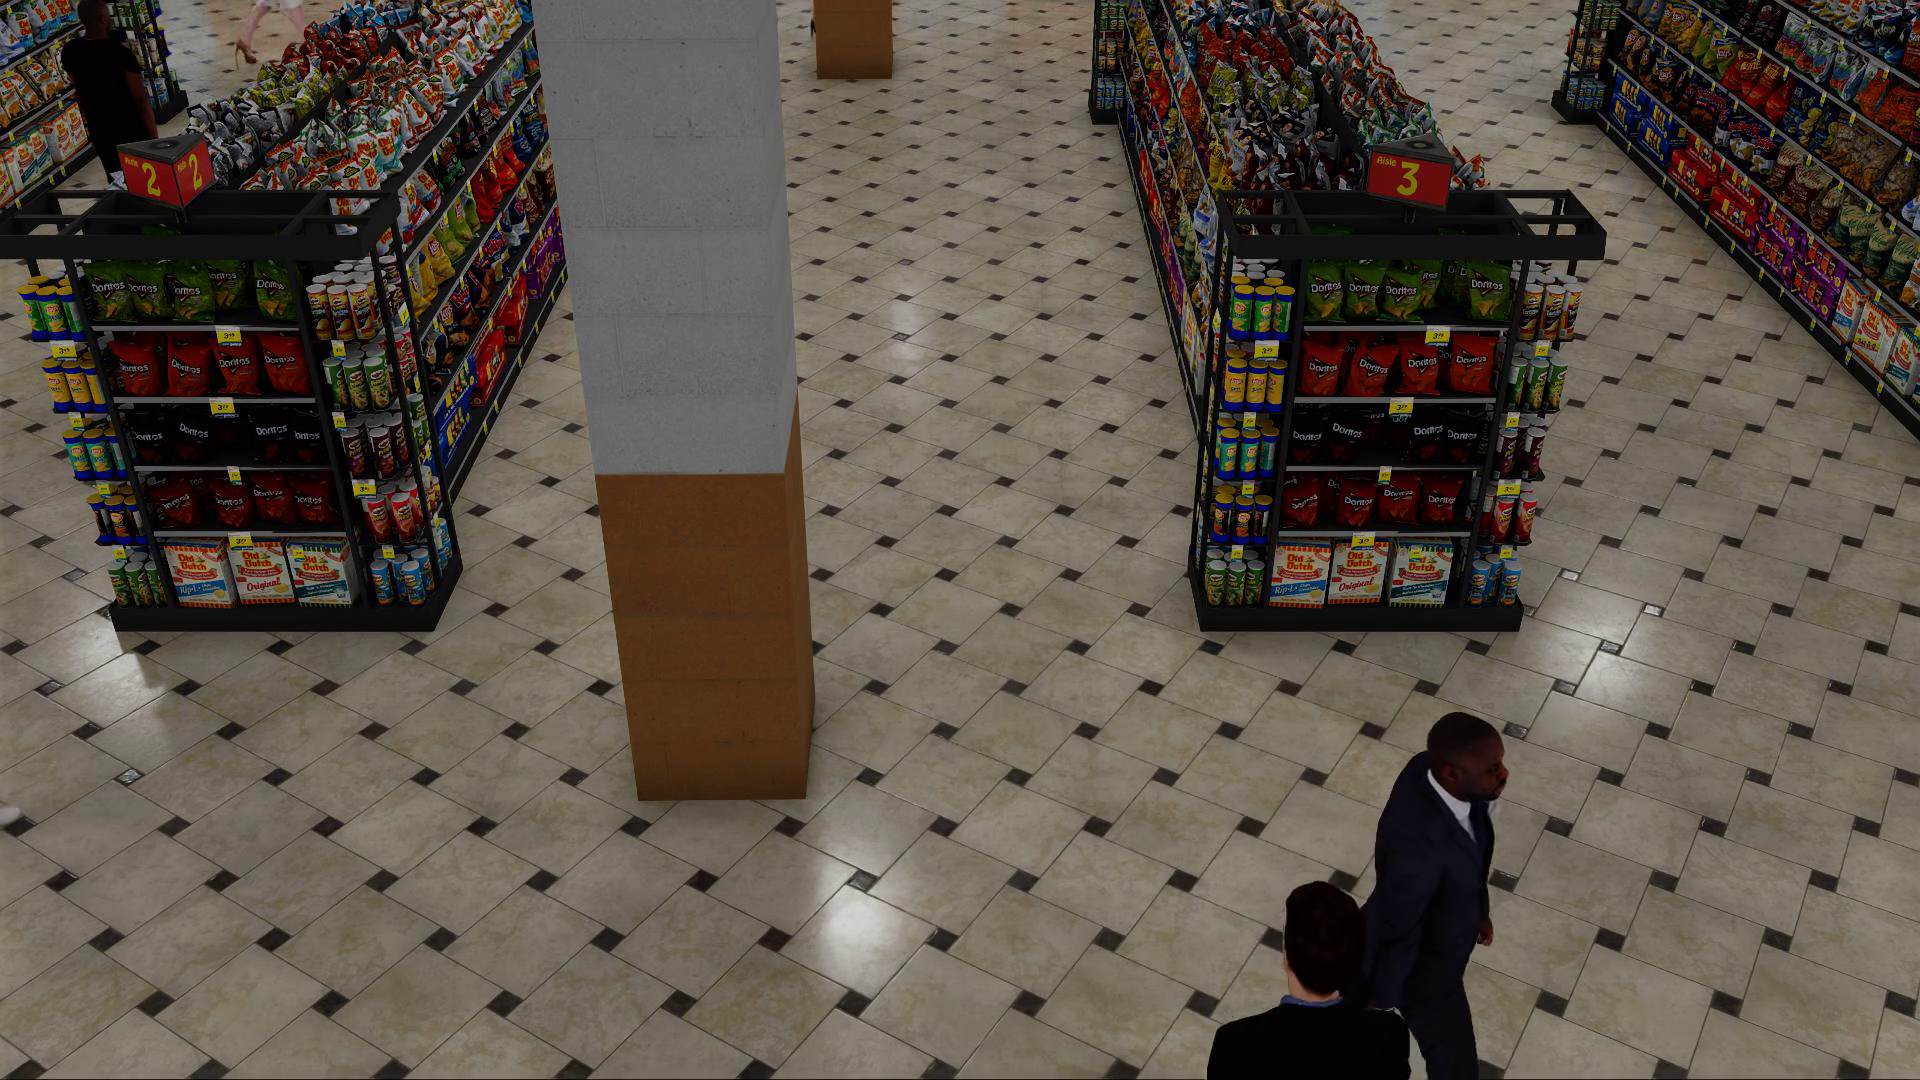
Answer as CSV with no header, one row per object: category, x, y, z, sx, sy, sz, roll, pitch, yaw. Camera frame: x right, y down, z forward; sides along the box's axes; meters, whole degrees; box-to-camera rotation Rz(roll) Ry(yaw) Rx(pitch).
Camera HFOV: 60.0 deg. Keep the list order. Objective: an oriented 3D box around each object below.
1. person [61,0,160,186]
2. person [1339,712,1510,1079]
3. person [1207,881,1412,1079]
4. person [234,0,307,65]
person,-5.740,-2.763,11.346,0.676,1.816,0.587,2,32,4
person,1.280,1.215,4.979,1.024,1.788,1.232,11,34,17
person,0.846,1.711,4.129,0.773,1.843,1.169,-2,32,-4
person,-6.448,-5.202,15.327,0.804,1.750,1.071,-7,33,-11
